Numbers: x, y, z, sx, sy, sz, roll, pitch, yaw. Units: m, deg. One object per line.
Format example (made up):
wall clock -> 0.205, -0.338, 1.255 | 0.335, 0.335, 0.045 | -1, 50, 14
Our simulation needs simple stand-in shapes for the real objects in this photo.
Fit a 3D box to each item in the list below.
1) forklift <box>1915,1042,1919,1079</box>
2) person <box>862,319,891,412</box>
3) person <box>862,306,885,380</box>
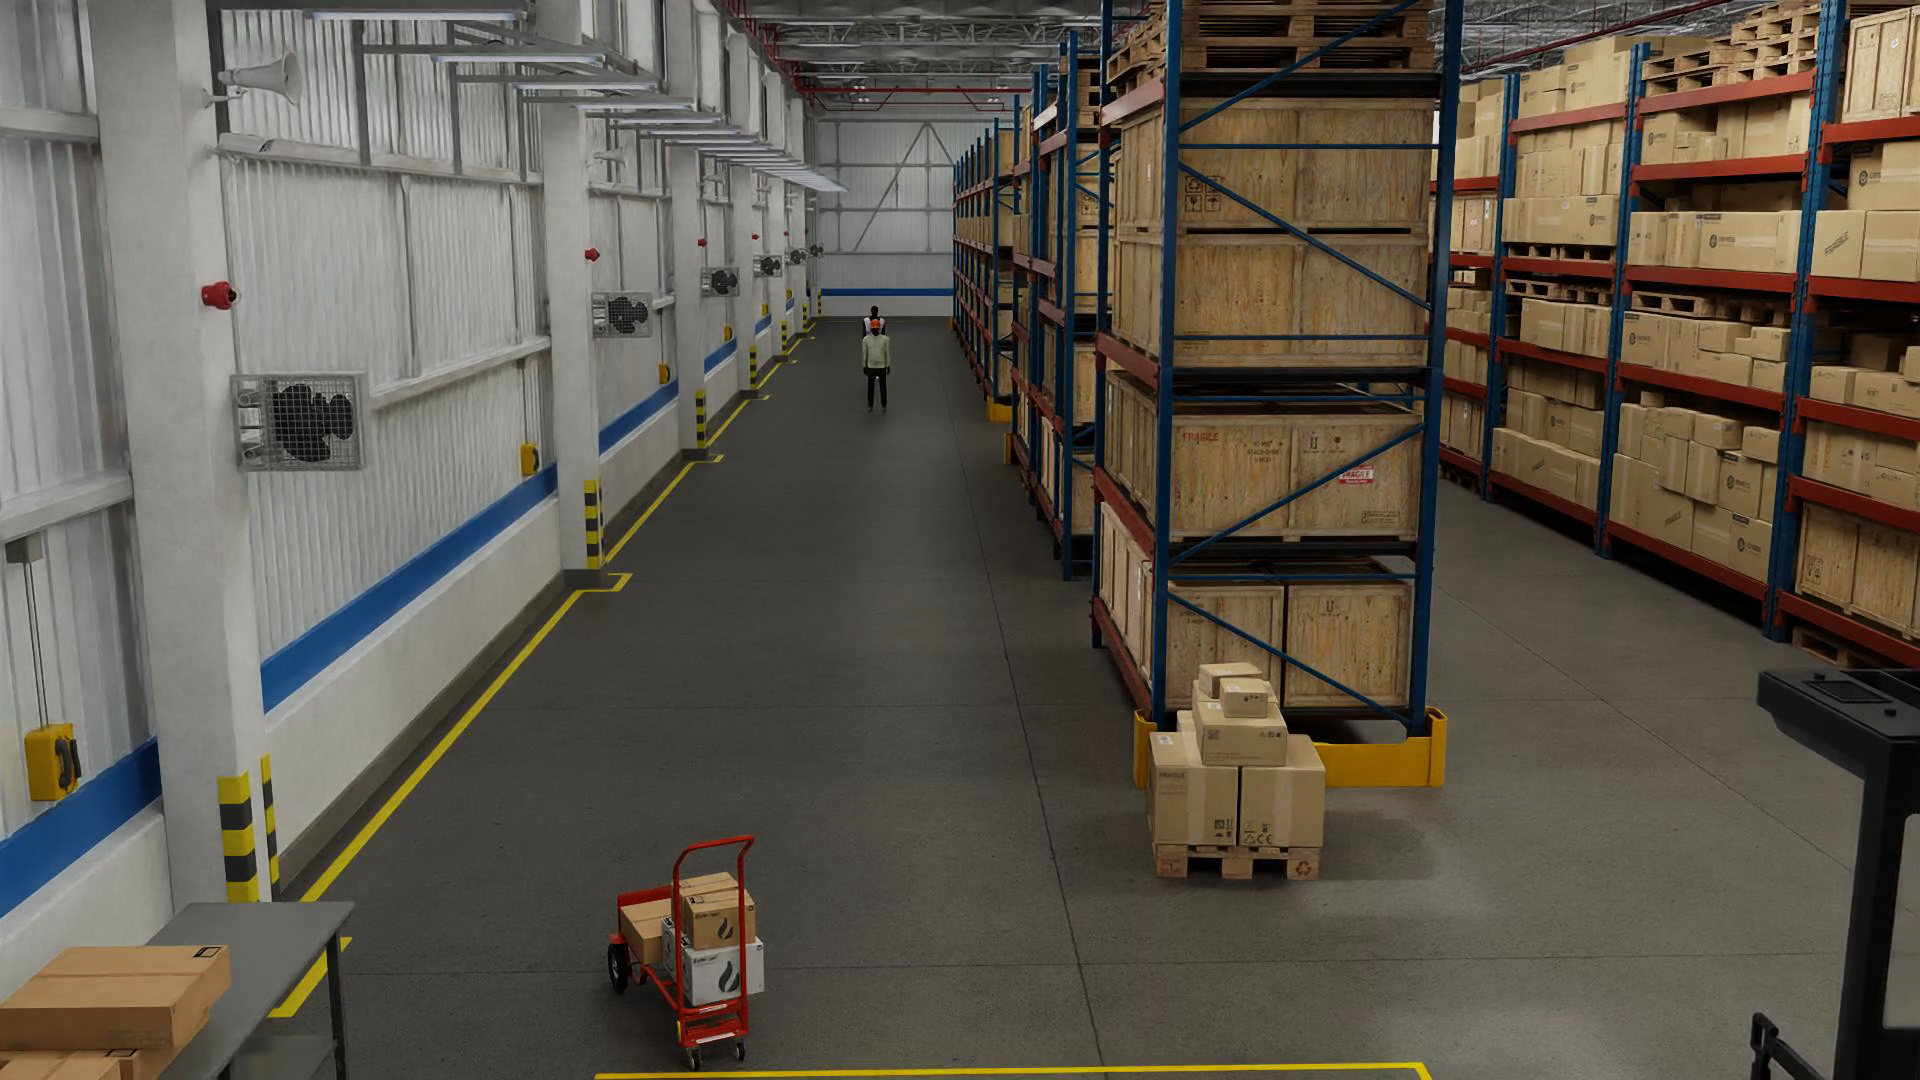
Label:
forklift -> 3.158, 1.772, 4.631 | 1.129, 2.768, 1.873 | 0, 11, -2
person -> -1.794, -3.734, 35.615 | 0.617, 1.989, 0.402 | 0, 11, 1
person -> -2.212, -5.062, 42.739 | 0.598, 1.907, 0.406 | -2, 11, -12
